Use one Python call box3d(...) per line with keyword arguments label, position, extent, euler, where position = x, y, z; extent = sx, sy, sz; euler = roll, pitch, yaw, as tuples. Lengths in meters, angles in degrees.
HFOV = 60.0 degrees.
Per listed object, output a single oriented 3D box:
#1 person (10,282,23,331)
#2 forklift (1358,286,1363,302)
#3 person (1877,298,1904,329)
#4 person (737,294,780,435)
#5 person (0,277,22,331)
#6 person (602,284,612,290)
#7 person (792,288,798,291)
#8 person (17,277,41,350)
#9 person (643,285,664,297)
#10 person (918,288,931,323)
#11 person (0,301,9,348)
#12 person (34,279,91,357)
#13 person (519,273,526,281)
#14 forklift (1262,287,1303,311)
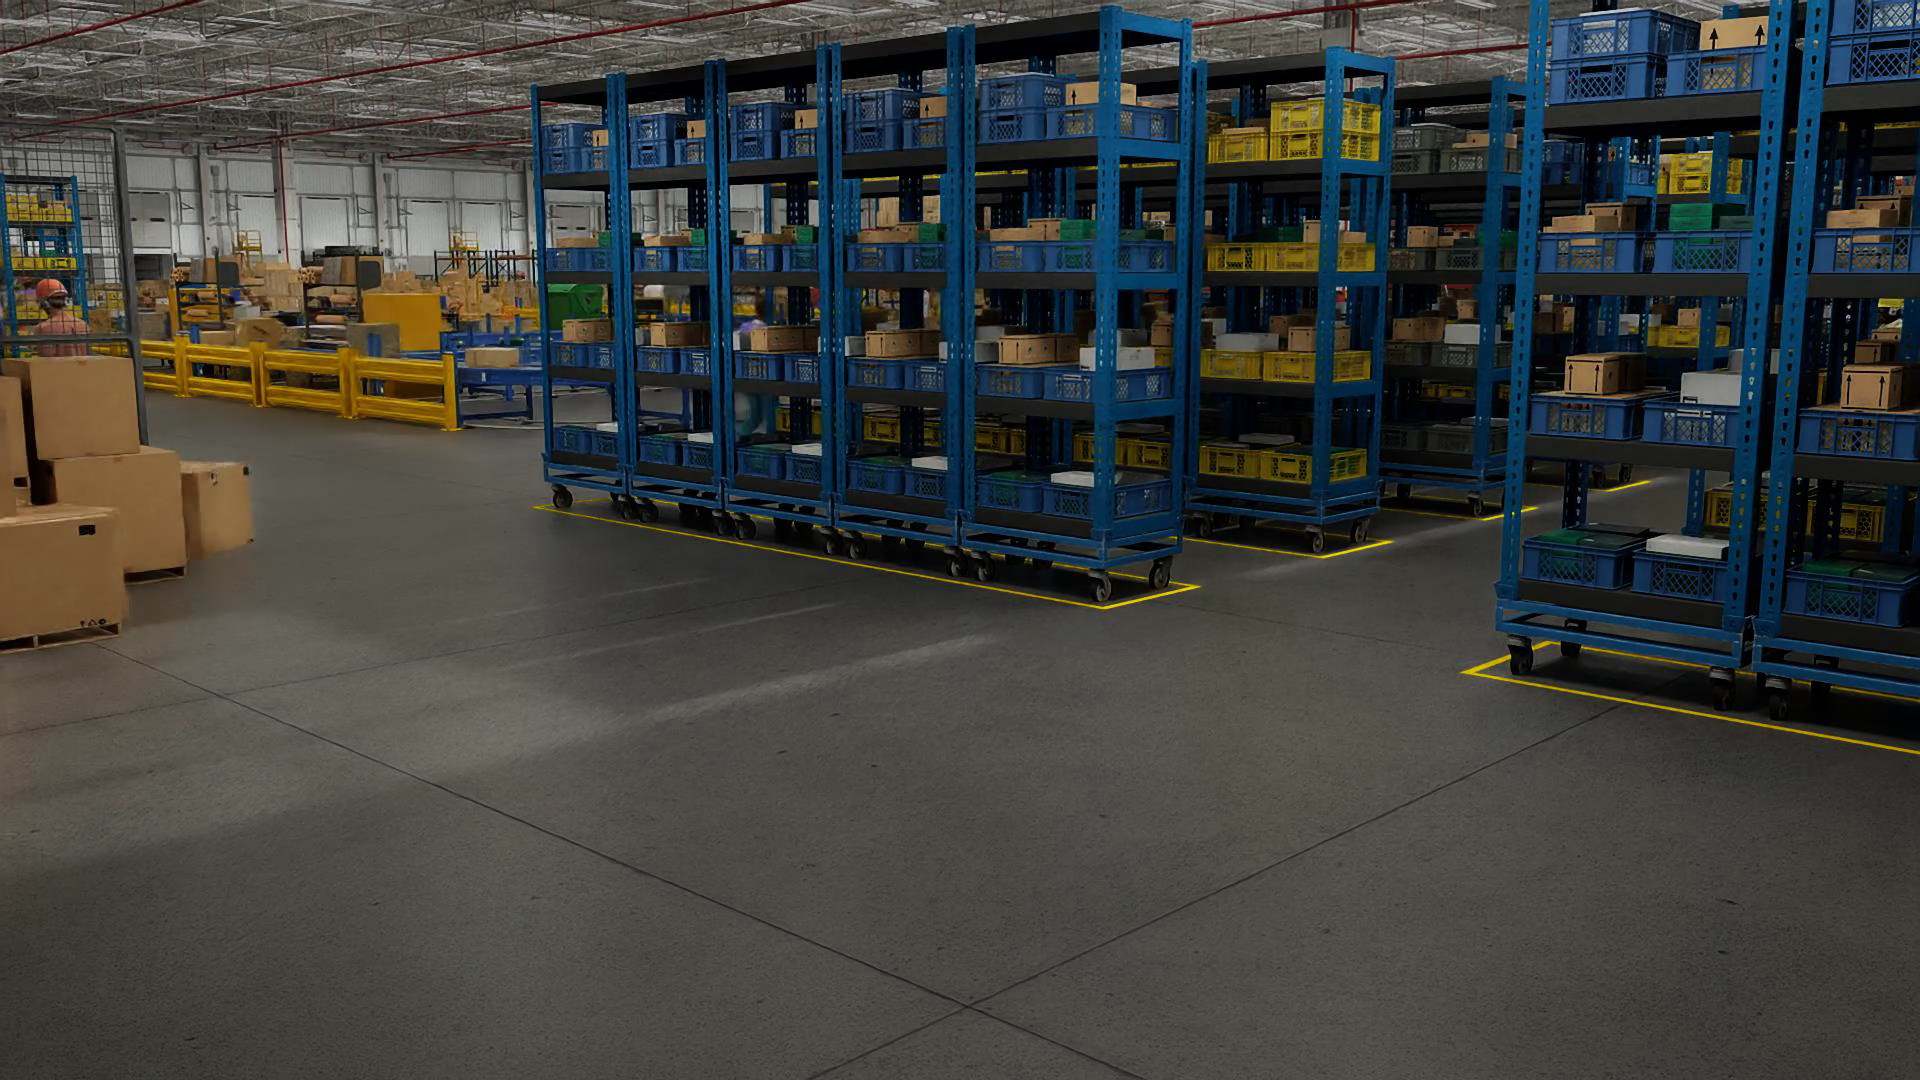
box3d(label="person", position=(-26.229, -6.317, 46.209), extent=(0.413, 1.731, 0.485), euler=(-9, 13, -44))
box3d(label="forklift", position=(11.100, -7.017, 46.970), extent=(1.873, 2.768, 1.129), euler=(9, 13, 43))
box3d(label="person", position=(9.849, -1.724, 17.719), extent=(0.404, 1.830, 0.601), euler=(2, 9, 9))
box3d(label="person", position=(-2.047, -1.572, 16.800), extent=(0.583, 1.827, 0.624), euler=(8, 12, 40))
box3d(label="person", position=(-25.732, -6.198, 44.746), extent=(0.958, 1.954, 0.639), euler=(-6, 11, -31))
box3d(label="person", position=(-15.025, -10.396, 70.574), extent=(0.853, 1.937, 0.618), euler=(2, 9, 10))
box3d(label="person", position=(-7.527, -10.973, 74.274), extent=(0.956, 1.874, 0.614), euler=(-3, 10, -20))
box3d(label="person", position=(-21.802, -5.245, 39.053), extent=(0.565, 1.909, 0.722), euler=(-7, 11, -35))
box3d(label="person", position=(-9.525, -7.232, 51.361), extent=(0.650, 1.878, 0.821), euler=(-8, 12, -40))
box3d(label="person", position=(-0.950, -5.638, 41.774), extent=(0.403, 1.818, 0.597), euler=(-3, 10, -18))
box3d(label="person", position=(-15.500, -3.237, 26.531), extent=(1.053, 1.981, 0.630), euler=(5, 11, 29))
box3d(label="person", position=(-7.806, -1.273, 14.487), extent=(0.402, 1.984, 0.613), euler=(2, 9, 10))
box3d(label="person", position=(-19.479, -11.007, 74.425), extent=(0.946, 1.889, 0.574), euler=(-5, 10, -26))
box3d(label="forklift", position=(10.769, -8.203, 54.240), extent=(1.129, 2.768, 1.873), euler=(8, 12, 42))
